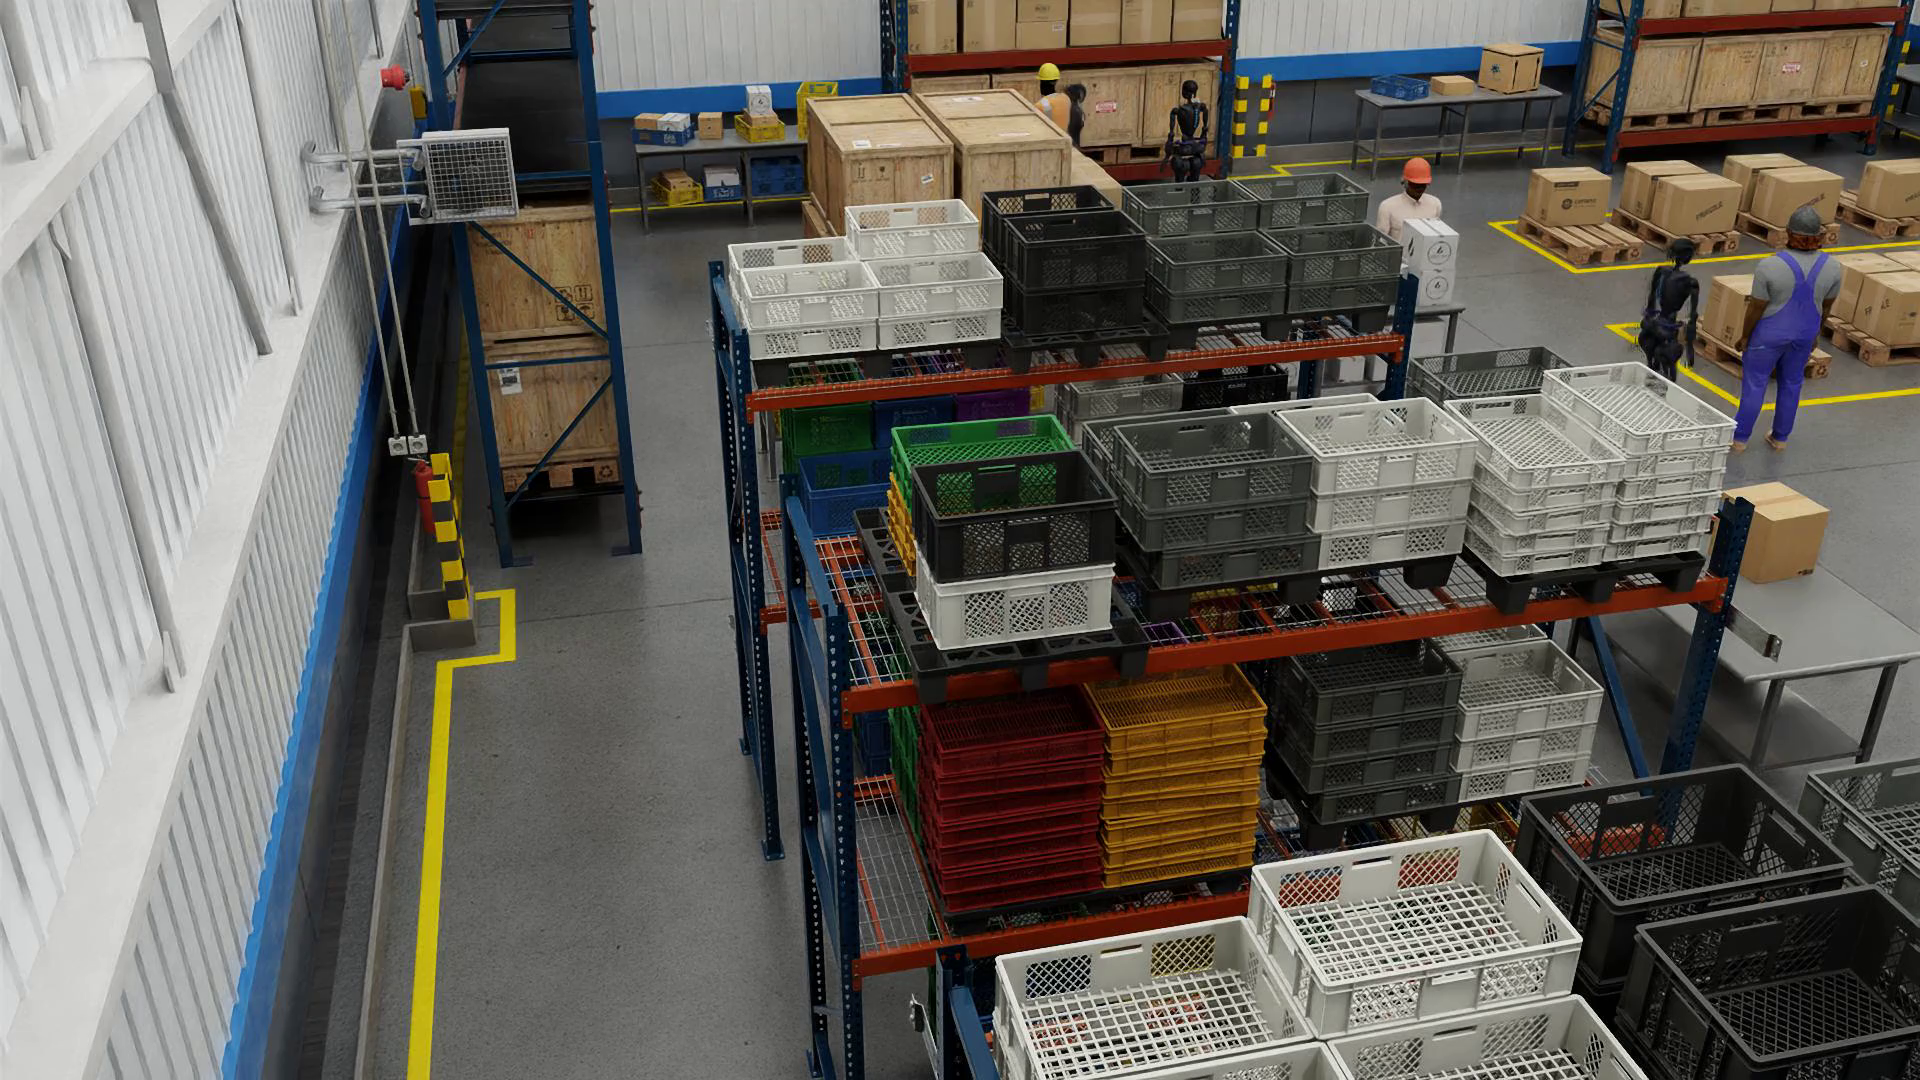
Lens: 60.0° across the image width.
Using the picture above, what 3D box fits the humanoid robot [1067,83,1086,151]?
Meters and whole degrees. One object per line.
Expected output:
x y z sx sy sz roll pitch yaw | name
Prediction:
1.182 -4.371 18.848 0.632 1.626 0.585 1 28 1 | humanoid robot

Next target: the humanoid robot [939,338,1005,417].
0.095 -1.084 12.577 0.584 1.657 0.331 3 28 6 | humanoid robot

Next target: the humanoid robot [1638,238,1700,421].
5.789 -1.688 13.745 0.470 1.649 0.581 -8 29 -16 | humanoid robot

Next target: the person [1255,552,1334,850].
1.748 0.798 8.803 0.356 1.882 0.574 10 29 19 | person

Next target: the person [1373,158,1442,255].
3.945 -2.408 14.765 0.622 1.992 0.383 -7 29 -13 | person

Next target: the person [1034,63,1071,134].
0.975 -4.300 18.427 0.379 1.924 0.592 21 34 34 | person

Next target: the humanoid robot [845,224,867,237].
-0.859 -1.852 14.034 0.316 1.657 0.603 -18 33 -30 | humanoid robot

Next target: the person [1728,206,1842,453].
6.563 -1.688 13.352 0.673 2.000 0.536 0 28 0 | person

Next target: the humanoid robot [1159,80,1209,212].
2.550 -4.355 18.783 0.595 1.657 0.326 -16 32 -27 | humanoid robot
